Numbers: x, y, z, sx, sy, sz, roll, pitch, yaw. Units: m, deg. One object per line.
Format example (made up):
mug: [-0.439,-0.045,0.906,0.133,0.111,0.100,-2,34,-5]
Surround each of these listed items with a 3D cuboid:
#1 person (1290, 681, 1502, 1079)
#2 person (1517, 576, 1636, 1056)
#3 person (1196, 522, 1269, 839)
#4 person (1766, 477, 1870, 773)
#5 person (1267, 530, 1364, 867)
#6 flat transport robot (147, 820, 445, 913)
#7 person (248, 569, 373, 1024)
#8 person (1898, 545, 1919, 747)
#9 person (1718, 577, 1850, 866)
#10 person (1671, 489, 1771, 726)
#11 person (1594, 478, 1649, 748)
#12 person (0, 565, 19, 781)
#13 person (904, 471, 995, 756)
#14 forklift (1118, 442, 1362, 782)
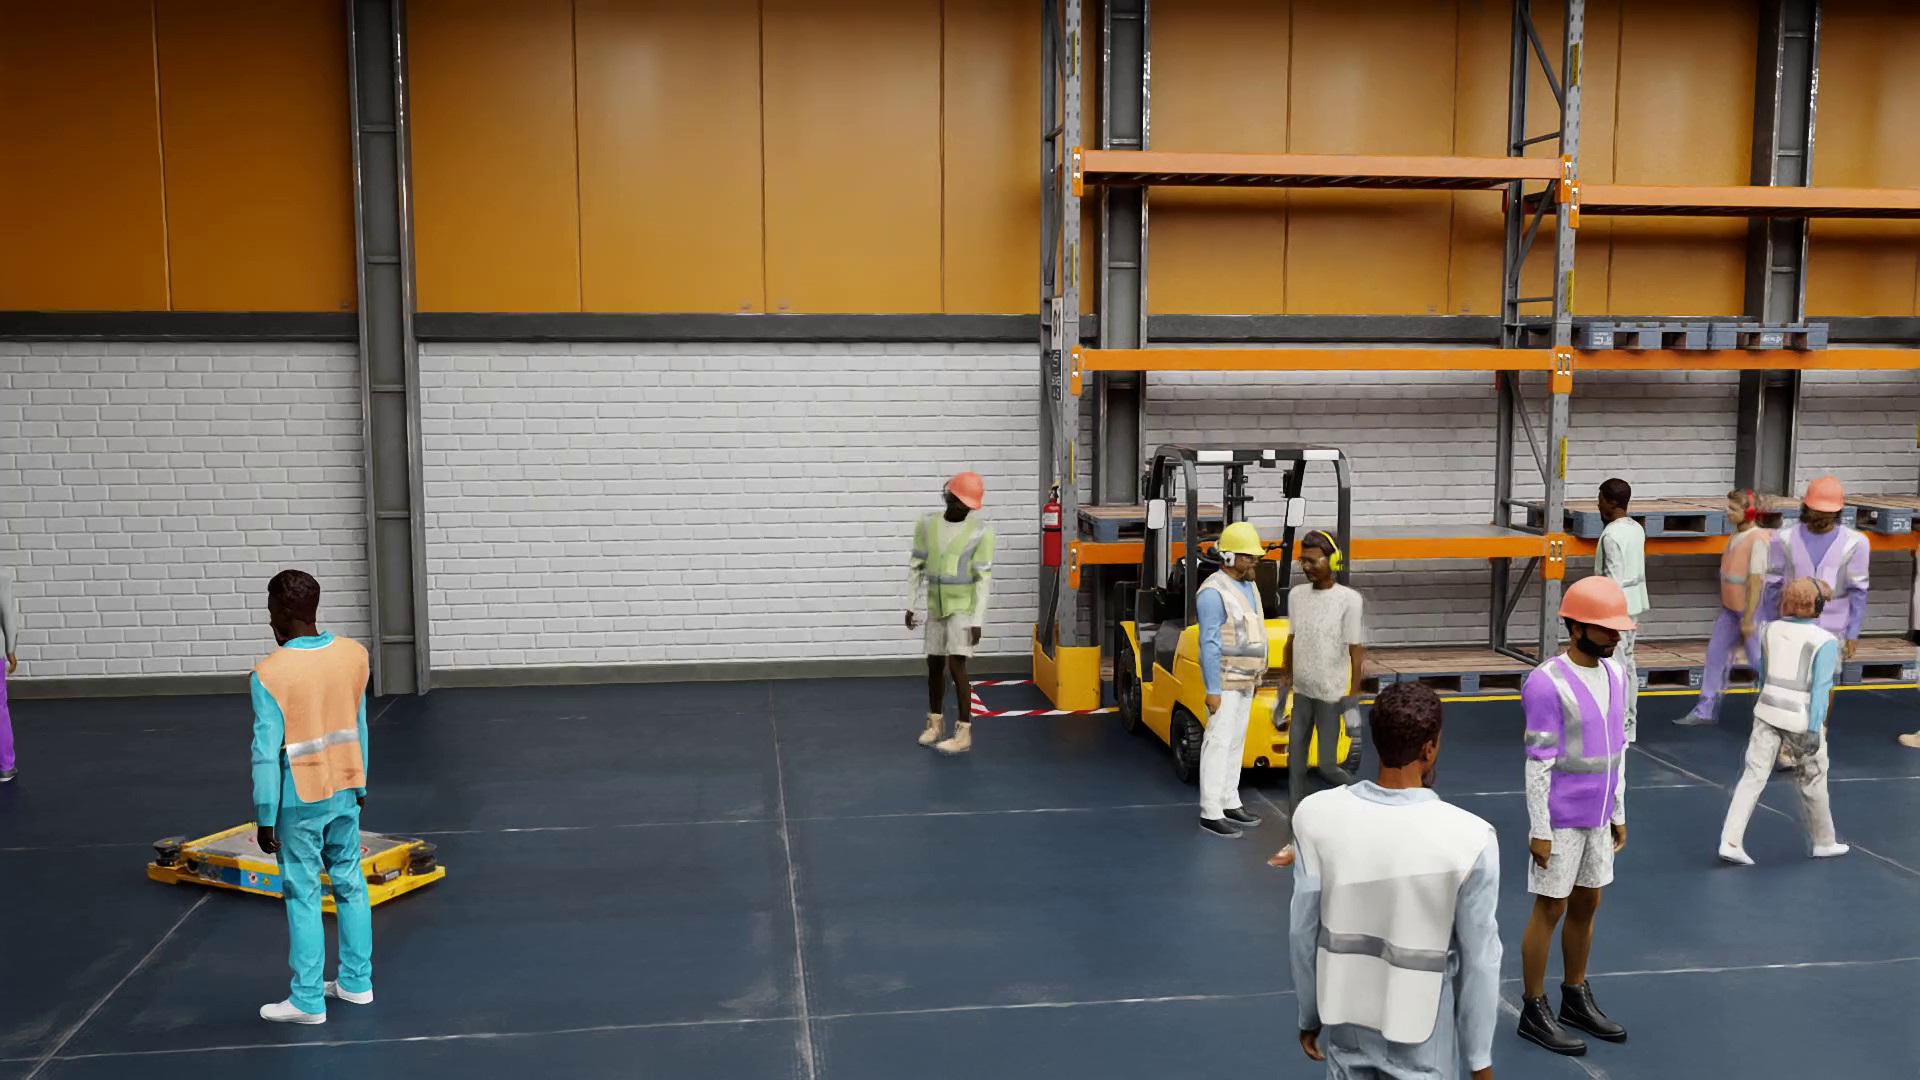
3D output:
person: [1.188,1.342,4.604,0.590,1.919,0.394,5,8,37]
person: [2.502,1.098,6.698,0.544,1.930,0.389,-4,8,-32]
person: [1.595,0.803,9.709,0.404,1.827,0.600,4,8,32]
person: [5.693,0.563,11.096,0.613,1.980,1.021,4,8,31]
person: [1.987,0.860,9.141,0.666,1.848,0.536,-5,8,-37]
flat transport robot: [-3.491,1.686,8.736,1.431,0.197,0.652,3,7,24]
person: [-2.716,1.085,7.001,0.397,1.888,0.587,3,7,25]
person: [6.989,0.570,11.798,0.638,1.828,0.431,-3,7,-25]
person: [4.510,0.994,9.082,0.875,1.587,0.523,-3,7,-23]
person: [5.846,0.521,12.293,0.928,1.813,0.570,0,7,4]
person: [4.686,0.518,11.823,0.370,1.915,0.597,5,8,36]
person: [-6.422,0.717,10.787,0.564,1.752,0.337,-4,8,-32]
person: [-0.078,0.498,11.675,0.658,1.990,0.492,4,8,33]
forklift: [1.912,0.418,11.496,1.214,2.155,2.313,-1,7,-8]
